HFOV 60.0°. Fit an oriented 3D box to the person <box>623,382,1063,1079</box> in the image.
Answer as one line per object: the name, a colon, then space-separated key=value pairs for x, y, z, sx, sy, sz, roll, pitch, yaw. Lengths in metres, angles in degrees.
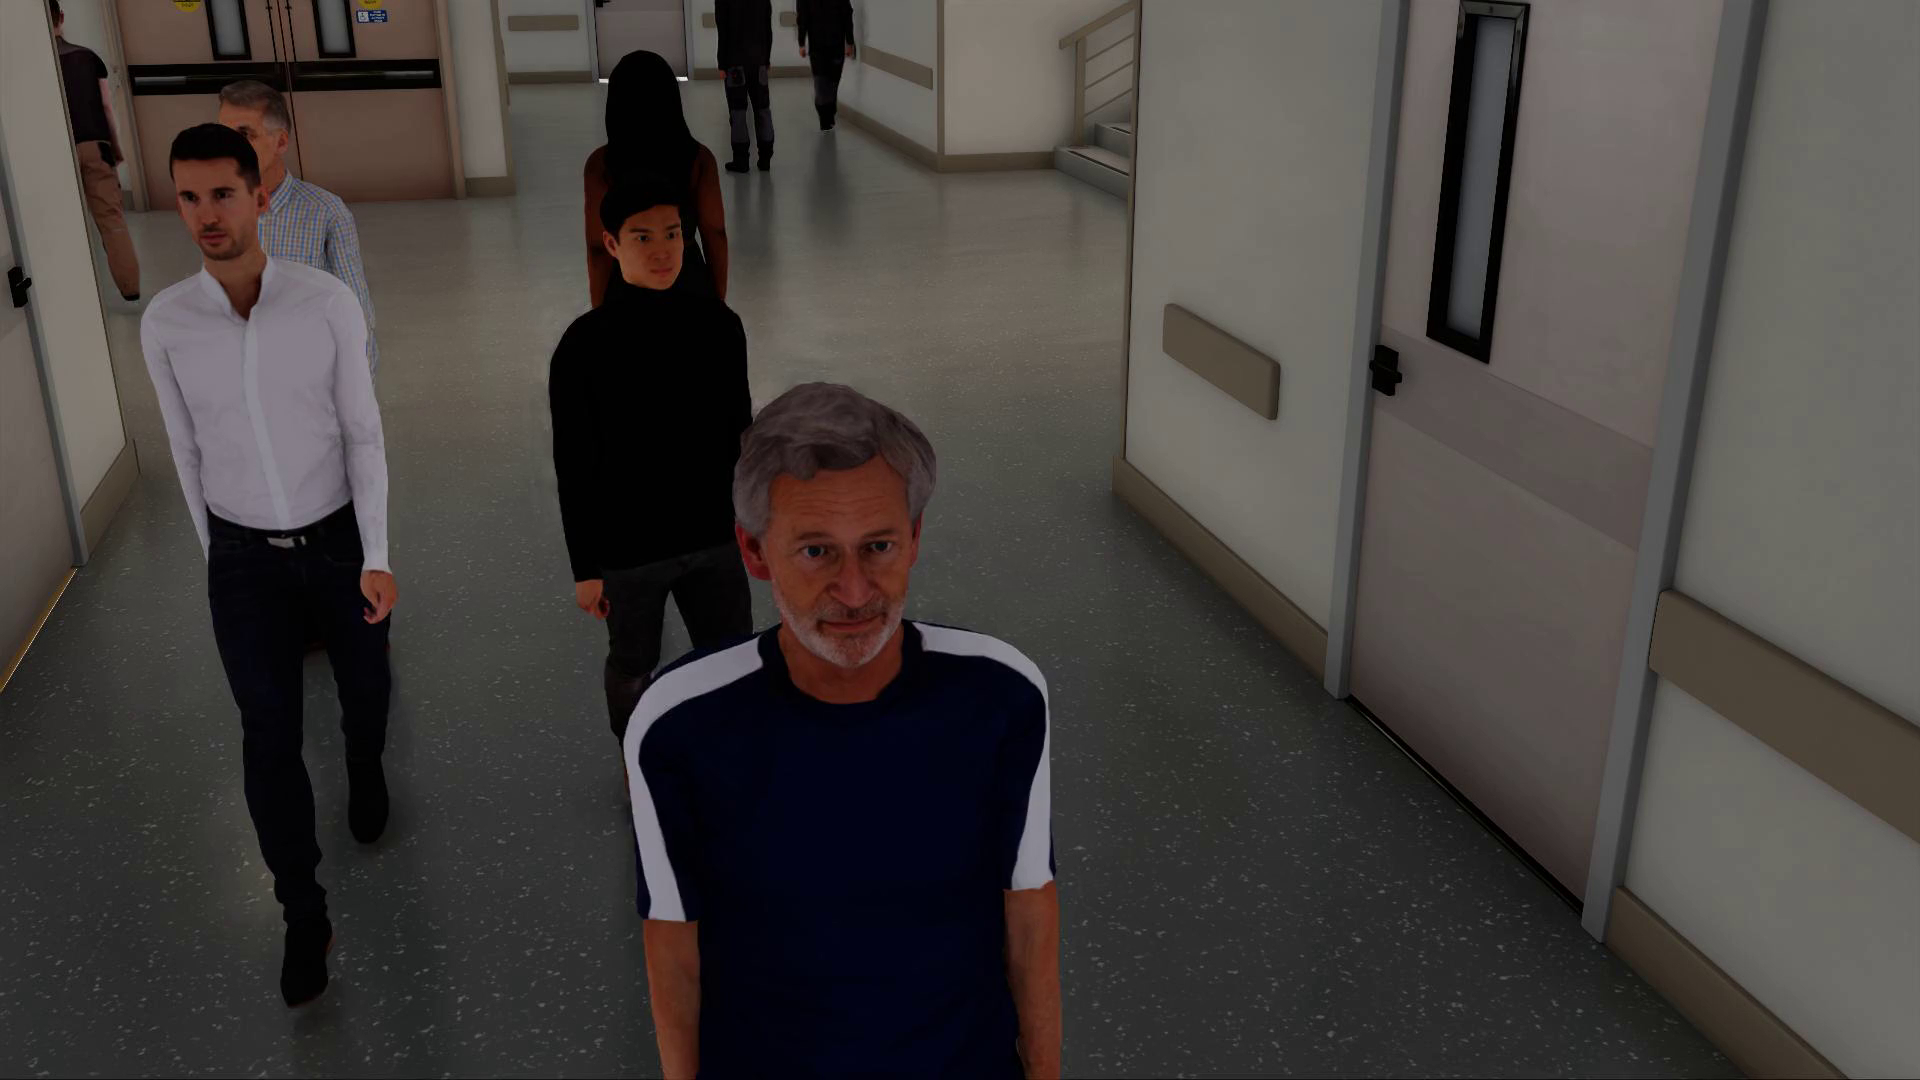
person: x=-0.132 y=0.667 z=2.056 sx=1.007 sy=1.814 sz=0.711 roll=-5 pitch=21 yaw=-12

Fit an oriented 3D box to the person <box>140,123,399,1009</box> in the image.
person: x=-1.501 y=-0.013 z=3.817 sx=1.208 sy=1.837 sz=0.709 roll=-6 pitch=22 yaw=-16

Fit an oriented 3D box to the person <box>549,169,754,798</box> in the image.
person: x=-0.761 y=-0.046 z=4.120 sx=1.065 sy=1.685 sz=0.893 roll=-10 pitch=23 yaw=-26

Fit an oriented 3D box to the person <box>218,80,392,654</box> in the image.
person: x=-2.002 y=-0.471 z=5.055 sx=0.634 sy=1.818 sz=0.789 roll=3 pitch=21 yaw=7

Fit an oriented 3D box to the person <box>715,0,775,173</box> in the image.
person: x=-1.949 y=-4.354 z=15.125 sx=0.644 sy=1.946 sz=0.825 roll=-13 pitch=24 yaw=-30

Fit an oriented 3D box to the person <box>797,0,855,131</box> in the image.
person: x=-1.453 y=-5.363 z=17.971 sx=1.052 sy=1.818 sz=0.841 roll=-4 pitch=21 yaw=-11

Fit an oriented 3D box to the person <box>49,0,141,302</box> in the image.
person: x=-5.229 y=-2.262 z=9.862 sx=1.282 sy=1.762 sz=1.068 roll=-15 pitch=25 yaw=-34

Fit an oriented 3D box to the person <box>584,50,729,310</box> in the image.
person: x=-1.092 y=-0.842 z=6.035 sx=0.545 sy=1.816 sz=0.723 roll=-6 pitch=22 yaw=-17
